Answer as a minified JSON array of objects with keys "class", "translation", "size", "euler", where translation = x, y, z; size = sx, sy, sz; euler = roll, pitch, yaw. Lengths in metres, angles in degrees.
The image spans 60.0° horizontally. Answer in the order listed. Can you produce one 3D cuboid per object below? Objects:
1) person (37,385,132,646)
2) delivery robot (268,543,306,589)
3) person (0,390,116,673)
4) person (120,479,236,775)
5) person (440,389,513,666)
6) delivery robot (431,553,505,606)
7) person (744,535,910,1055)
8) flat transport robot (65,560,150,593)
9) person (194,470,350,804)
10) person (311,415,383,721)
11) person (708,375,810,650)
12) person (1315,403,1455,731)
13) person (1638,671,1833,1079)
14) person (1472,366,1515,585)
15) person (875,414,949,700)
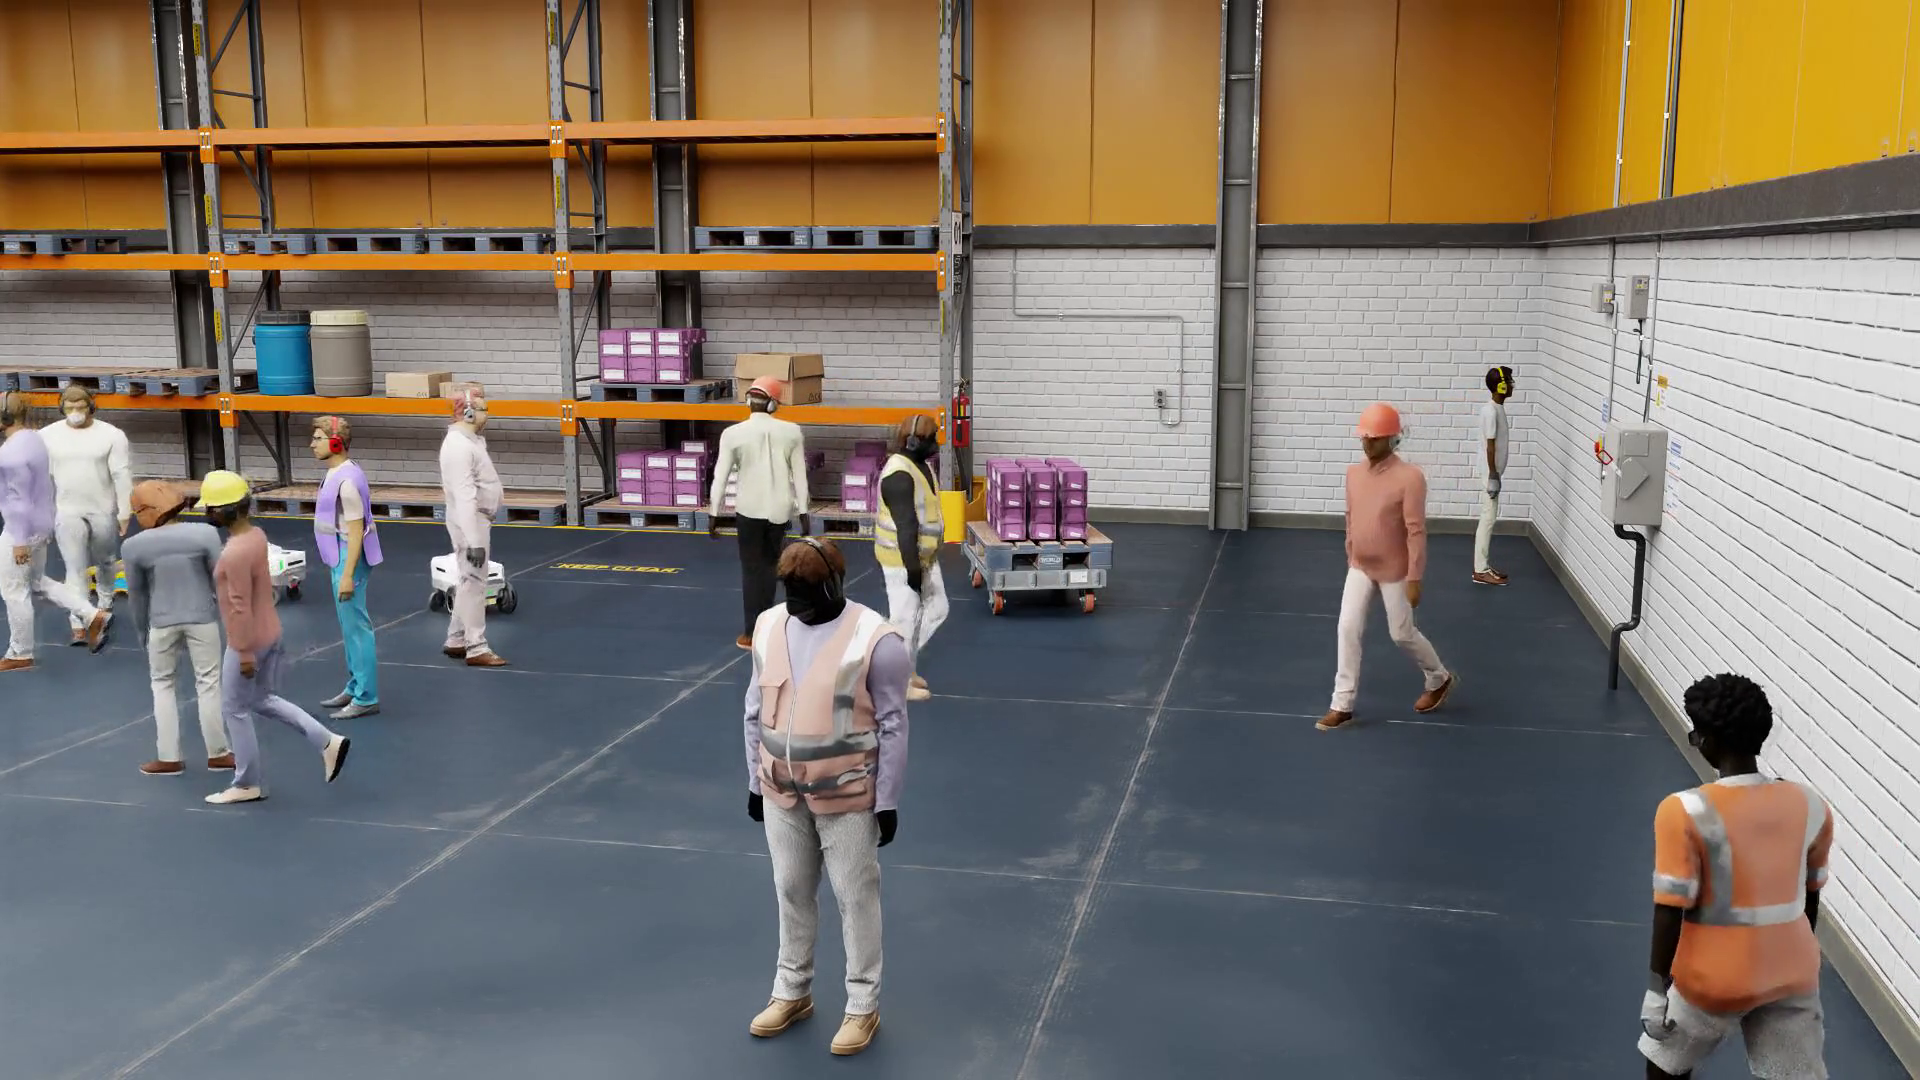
[{"class":"person","translation":[-6.449,-0.216,12.290],"size":[0.632,1.879,1.063],"euler":[-4,10,-22]},{"class":"delivery robot","translation":[-5.669,0.194,13.472],"size":[0.707,0.478,0.477],"euler":[3,10,17]},{"class":"person","translation":[-6.229,-0.059,11.234],"size":[0.716,1.922,0.635],"euler":[-3,10,-17]},{"class":"person","translation":[-4.168,0.467,9.020],"size":[0.618,1.611,0.311],"euler":[-3,10,-15]},{"class":"person","translation":[-3.365,-0.074,11.414],"size":[0.496,1.912,0.677],"euler":[-3,10,-15]},{"class":"delivery robot","translation":[-3.872,0.261,13.077],"size":[0.477,0.478,0.707],"euler":[-8,12,-39]},{"class":"person","translation":[-0.493,0.889,5.853],"size":[0.633,1.834,0.429],"euler":[5,11,26]},{"class":"flat transport robot","translation":[-6.670,0.307,13.919],"size":[1.431,0.197,0.652],"euler":[3,10,17]},{"class":"person","translation":[-3.525,0.497,8.430],"size":[0.631,1.738,0.549],"euler":[-1,10,-7]},{"class":"person","translation":[-3.717,0.163,10.113],"size":[0.388,1.847,0.563],"euler":[-5,11,-25]},{"class":"person","translation":[-1.460,-0.200,11.958],"size":[0.715,1.944,0.657],"euler":[-4,10,-22]},{"class":"person","translation":[2.582,0.143,9.934],"size":[0.964,1.959,0.632],"euler":[-7,12,-34]},{"class":"person","translation":[2.115,1.186,4.615],"size":[0.616,1.639,0.836],"euler":[-2,10,-12]},{"class":"person","translation":[4.604,-0.558,14.305],"size":[0.321,1.874,0.532],"euler":[3,10,18]},{"class":"person","translation":[-0.307,0.118,10.472],"size":[0.440,1.824,0.640],"euler":[3,10,19]}]
